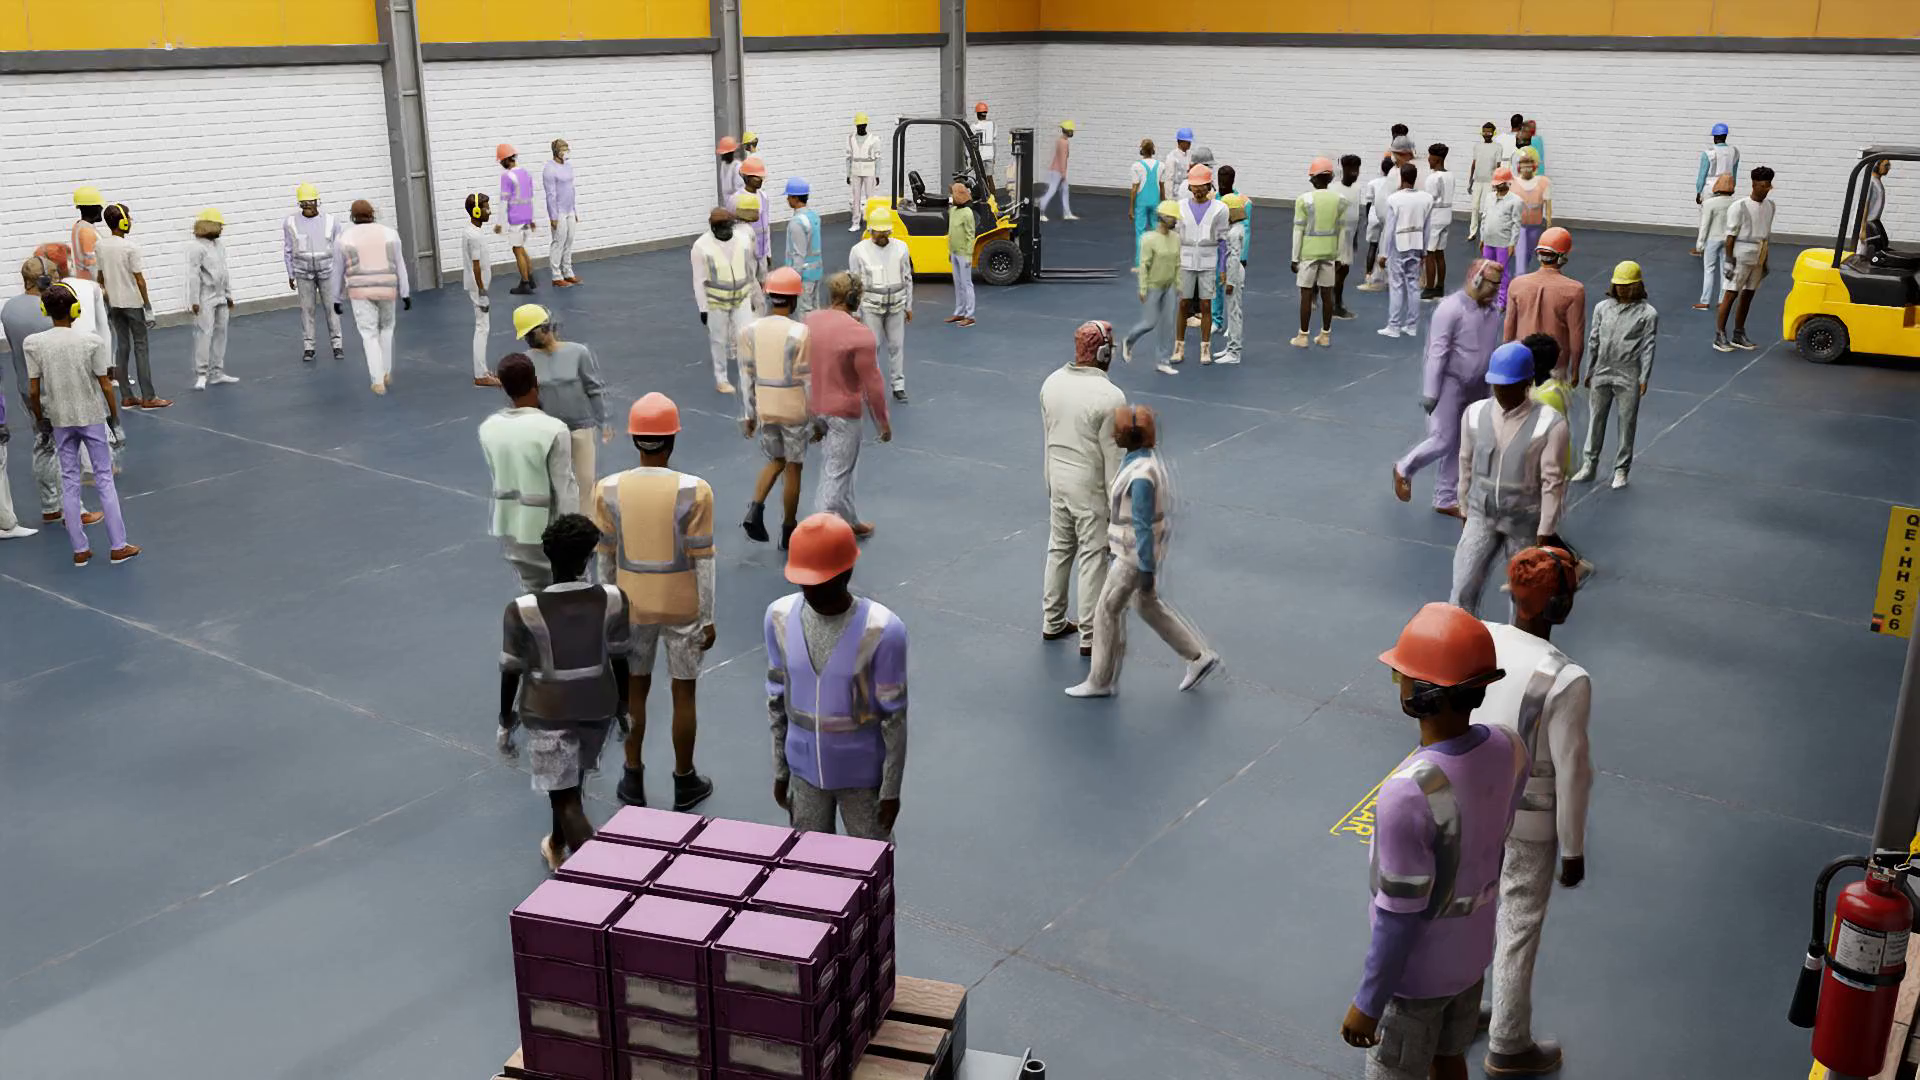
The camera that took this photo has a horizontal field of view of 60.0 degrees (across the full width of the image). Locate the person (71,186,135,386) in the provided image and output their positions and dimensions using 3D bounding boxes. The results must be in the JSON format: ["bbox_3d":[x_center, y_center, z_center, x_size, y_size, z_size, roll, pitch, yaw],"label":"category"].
[{"bbox_3d":[-8.335,-2.451,16.107,0.368,1.927,0.589,-11,21,-30],"label":"person"}]

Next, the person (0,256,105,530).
[{"bbox_3d":[-6.347,-1.018,11.632,0.641,1.927,0.386,9,20,26],"label":"person"}]

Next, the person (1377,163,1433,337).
[{"bbox_3d":[4.963,-3.223,18.547,0.607,1.913,0.384,-7,19,-21],"label":"person"}]

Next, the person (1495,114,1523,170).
[{"bbox_3d":[8.951,-5.940,27.033,0.597,1.917,0.379,16,24,40],"label":"person"}]

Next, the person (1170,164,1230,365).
[{"bbox_3d":[2.428,-2.812,17.048,0.615,2.042,0.374,4,18,11],"label":"person"}]

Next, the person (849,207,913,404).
[{"bbox_3d":[-0.721,-2.159,15.372,0.606,1.818,0.403,-6,19,-19],"label":"person"}]

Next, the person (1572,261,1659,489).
[{"bbox_3d":[5.001,-1.256,12.669,0.492,1.740,0.325,14,23,38],"label":"person"}]

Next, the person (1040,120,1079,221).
[{"bbox_3d":[1.674,-6.385,28.776,0.769,1.711,0.538,0,18,-1],"label":"person"}]

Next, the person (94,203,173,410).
[{"bbox_3d":[-7.579,-2.116,15.155,0.526,1.867,0.315,6,19,17],"label":"person"}]

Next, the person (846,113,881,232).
[{"bbox_3d":[-1.589,-6.017,27.260,0.590,1.926,0.388,5,18,14],"label":"person"}]

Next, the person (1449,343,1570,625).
[{"bbox_3d":[2.837,-0.083,8.743,0.607,1.905,0.893,13,22,36],"label":"person"}]

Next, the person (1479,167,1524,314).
[{"bbox_3d":[6.455,-3.598,19.989,0.335,1.743,0.561,-11,21,-30],"label":"person"}]

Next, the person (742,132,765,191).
[{"bbox_3d":[-3.149,-5.321,25.358,0.327,1.760,0.523,3,18,10],"label":"person"}]

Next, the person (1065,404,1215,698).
[{"bbox_3d":[0.978,0.064,8.741,0.761,1.606,0.501,2,18,7],"label":"person"}]

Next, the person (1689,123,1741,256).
[{"bbox_3d":[11.159,-5.164,24.584,0.604,1.937,0.415,-2,18,-8],"label":"person"}]

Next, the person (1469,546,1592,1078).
[{"bbox_3d":[1.876,0.922,5.625,0.351,1.883,0.582,-9,20,-25],"label":"person"}]

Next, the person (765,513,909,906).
[{"bbox_3d":[-0.447,0.817,5.903,0.542,1.922,0.414,7,19,20],"label":"person"}]

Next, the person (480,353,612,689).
[{"bbox_3d":[-2.116,-0.020,8.584,0.708,1.881,0.488,11,21,30],"label":"person"}]

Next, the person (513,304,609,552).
[{"bbox_3d":[-2.628,-0.710,11.004,0.651,1.720,0.333,-3,18,-10],"label":"person"}]

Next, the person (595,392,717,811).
[{"bbox_3d":[-1.357,0.289,7.552,0.547,1.925,0.427,2,18,7],"label":"person"}]

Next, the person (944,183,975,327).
[{"bbox_3d":[0.006,-3.292,19.211,0.271,1.632,0.503,-9,20,-25],"label":"person"}]

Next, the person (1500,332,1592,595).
[{"bbox_3d":[3.605,-0.432,10.182,0.465,1.674,0.566,4,18,11],"label":"person"}]

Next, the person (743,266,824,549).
[{"bbox_3d":[-1.198,-0.860,11.143,0.554,1.917,0.511,11,21,30],"label":"person"}]

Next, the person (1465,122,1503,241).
[{"bbox_3d":[8.213,-5.602,26.080,0.509,1.860,0.333,14,23,38],"label":"person"}]

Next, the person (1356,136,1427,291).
[{"bbox_3d":[5.746,-4.259,21.578,1.014,2.000,0.683,0,18,1],"label":"person"}]

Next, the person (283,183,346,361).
[{"bbox_3d":[-6.699,-2.786,17.305,0.589,1.834,0.403,-6,19,-17],"label":"person"}]

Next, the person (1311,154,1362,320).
[{"bbox_3d":[4.441,-3.606,19.704,0.708,1.937,0.634,16,24,42],"label":"person"}]

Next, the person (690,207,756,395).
[{"bbox_3d":[-2.198,-2.226,15.610,0.648,1.800,0.683,-9,20,-26],"label":"person"}]

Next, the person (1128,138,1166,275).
[{"bbox_3d":[2.575,-4.588,22.927,0.509,1.842,0.329,-5,19,-16],"label":"person"}]

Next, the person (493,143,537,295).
[{"bbox_3d":[-5.686,-4.103,21.277,0.419,1.919,0.571,5,18,15],"label":"person"}]

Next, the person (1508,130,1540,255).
[{"bbox_3d":[8.334,-5.173,24.785,0.636,1.831,0.429,-17,24,-42],"label":"person"}]

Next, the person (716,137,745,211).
[{"bbox_3d":[-3.146,-4.583,22.856,0.548,1.876,0.821,16,24,41],"label":"person"}]

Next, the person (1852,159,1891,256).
[{"bbox_3d":[11.280,-3.867,20.666,0.343,1.847,0.506,14,22,37],"label":"person"}]
